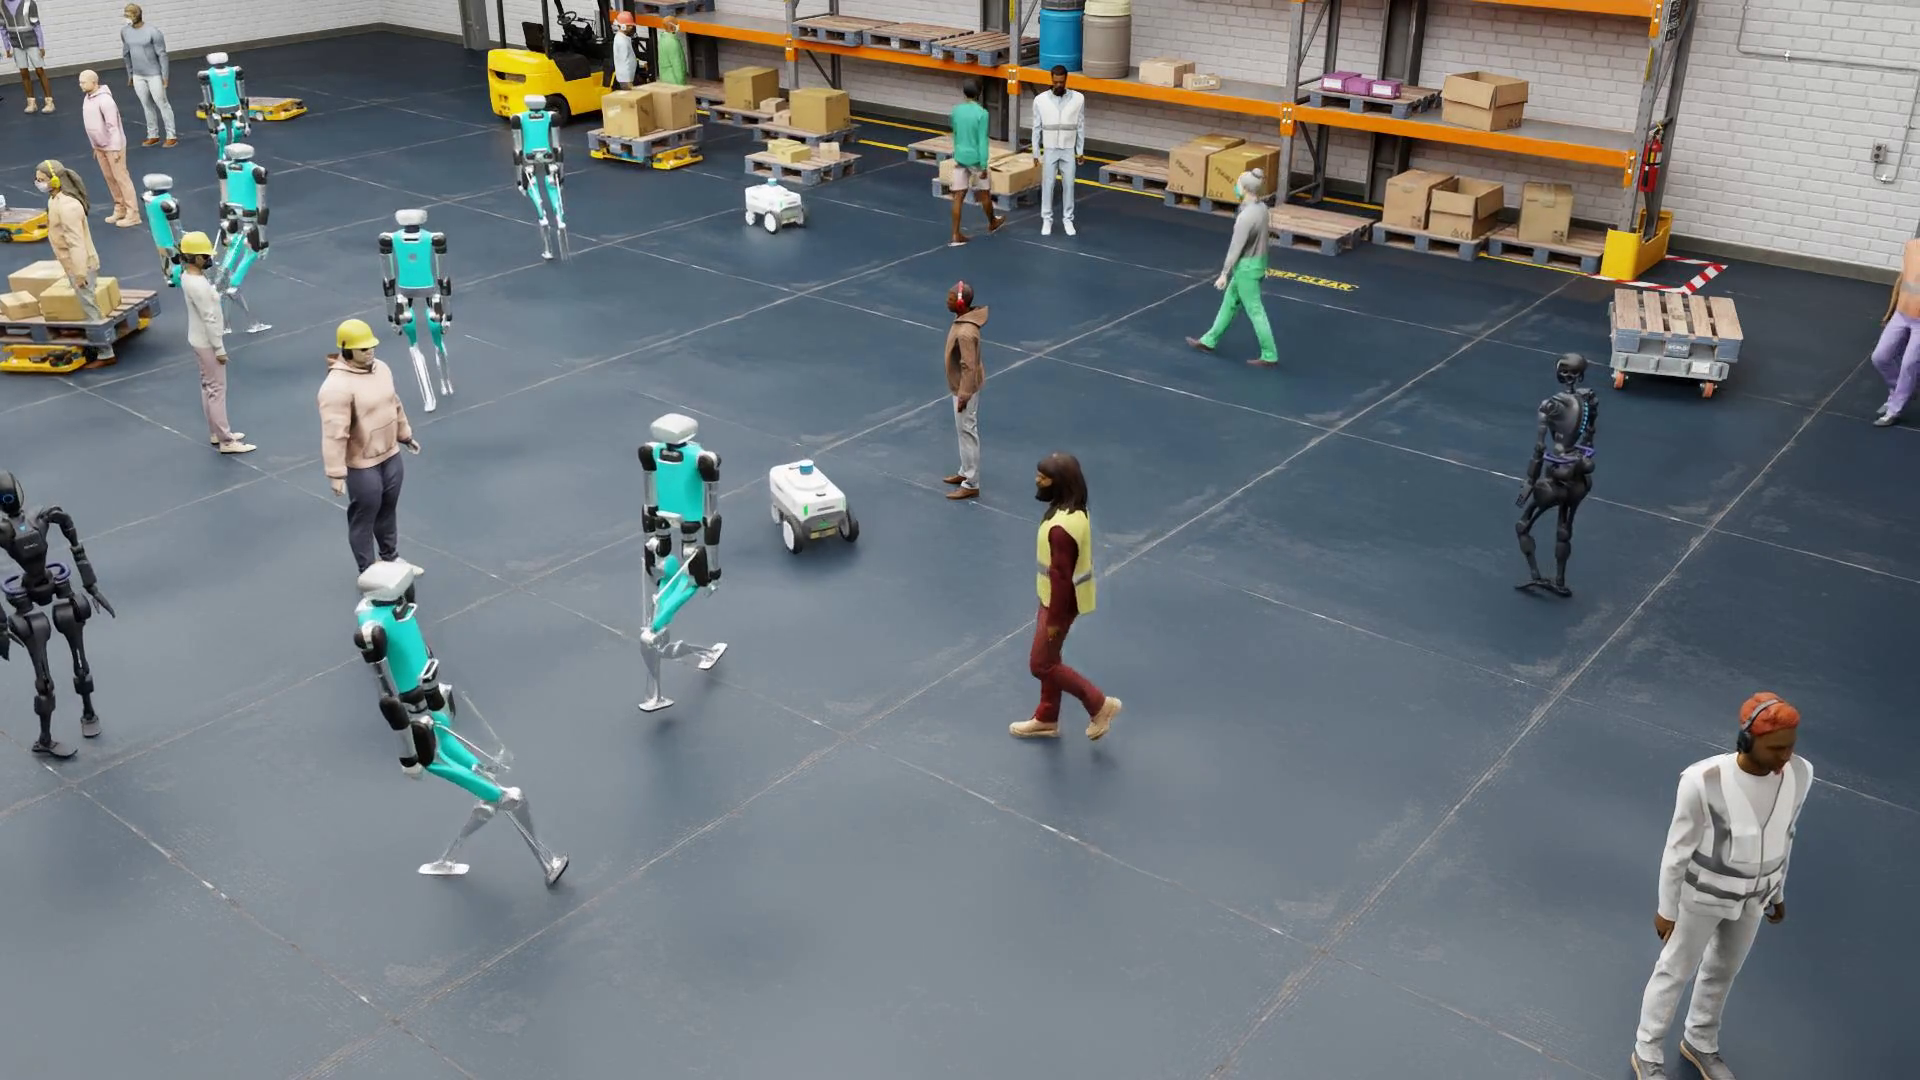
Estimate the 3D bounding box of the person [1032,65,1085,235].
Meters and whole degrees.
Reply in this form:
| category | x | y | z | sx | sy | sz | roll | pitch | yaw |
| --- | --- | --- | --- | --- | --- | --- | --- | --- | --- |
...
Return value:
| category | x | y | z | sx | sy | sz | roll | pitch | yaw |
| --- | --- | --- | --- | --- | --- | --- | --- | --- | --- |
| person | 1.109 | -4.418 | 18.839 | 0.598 | 1.909 | 0.400 | -2 | 26 | -5 |

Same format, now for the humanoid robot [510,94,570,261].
| category | x | y | z | sx | sy | sz | roll | pitch | yaw |
| --- | --- | --- | --- | --- | --- | --- | --- | --- | --- |
| humanoid robot | -4.428 | -3.761 | 17.788 | 0.546 | 1.894 | 0.725 | -13 | 28 | -24 |

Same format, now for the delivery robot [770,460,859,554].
| category | x | y | z | sx | sy | sz | roll | pitch | yaw |
| --- | --- | --- | --- | --- | --- | --- | --- | --- | --- |
| delivery robot | -1.070 | -0.261 | 11.794 | 0.499 | 0.606 | 0.790 | -12 | 28 | -24 |

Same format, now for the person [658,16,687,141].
| category | x | y | z | sx | sy | sz | roll | pitch | yaw |
| --- | --- | --- | --- | --- | --- | --- | --- | --- | --- |
| person | -3.916 | -6.257 | 22.788 | 0.383 | 1.783 | 0.538 | -14 | 29 | -27 |

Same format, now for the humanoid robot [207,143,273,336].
| category | x | y | z | sx | sy | sz | roll | pitch | yaw |
| --- | --- | --- | --- | --- | --- | --- | --- | --- | --- |
| humanoid robot | -6.834 | -2.752 | 15.617 | 0.549 | 1.796 | 0.823 | 9 | 27 | 17 |

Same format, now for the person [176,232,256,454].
| category | x | y | z | sx | sy | sz | roll | pitch | yaw |
| --- | --- | --- | --- | --- | --- | --- | --- | --- | --- |
| person | -5.873 | -1.548 | 13.059 | 0.326 | 1.763 | 0.523 | -16 | 30 | -29 |

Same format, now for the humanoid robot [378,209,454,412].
| category | x | y | z | sx | sy | sz | roll | pitch | yaw |
| --- | --- | --- | --- | --- | --- | --- | --- | --- | --- |
| humanoid robot | -4.489 | -1.911 | 13.955 | 0.557 | 1.878 | 0.794 | -5 | 26 | -10 |

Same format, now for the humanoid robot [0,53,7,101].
| category | x | y | z | sx | sy | sz | roll | pitch | yaw |
| --- | --- | --- | --- | --- | --- | --- | --- | --- | --- |
| humanoid robot | -15.122 | -7.593 | 25.720 | 0.760 | 1.632 | 0.589 | 8 | 27 | 17 |

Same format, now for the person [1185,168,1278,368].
| category | x | y | z | sx | sy | sz | roll | pitch | yaw |
| --- | --- | --- | --- | --- | --- | --- | --- | --- | --- |
| person | 2.504 | -2.445 | 14.886 | 0.937 | 1.791 | 0.543 | 12 | 28 | 24 |

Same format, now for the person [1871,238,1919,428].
| category | x | y | z | sx | sy | sz | roll | pitch | yaw |
| --- | --- | --- | --- | --- | --- | --- | --- | --- | --- |
| person | 7.748 | -1.779 | 13.461 | 0.456 | 1.823 | 0.597 | -11 | 28 | -22 |

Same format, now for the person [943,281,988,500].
| category | x | y | z | sx | sy | sz | roll | pitch | yaw |
| --- | --- | --- | --- | --- | --- | --- | --- | --- | --- |
| person | 0.040 | -1.105 | 12.264 | 0.322 | 1.651 | 0.474 | -1 | 26 | -2 |

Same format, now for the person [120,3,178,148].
| category | x | y | z | sx | sy | sz | roll | pitch | yaw |
| --- | --- | --- | --- | --- | --- | --- | --- | --- | --- |
| person | -11.161 | -6.379 | 22.865 | 0.634 | 1.936 | 0.355 | 5 | 26 | 10 |

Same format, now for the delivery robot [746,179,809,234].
| category | x | y | z | sx | sy | sz | roll | pitch | yaw |
| --- | --- | --- | --- | --- | --- | --- | --- | --- | --- |
| delivery robot | -2.148 | -3.871 | 19.279 | 0.499 | 0.612 | 0.815 | -23 | 34 | -39 |

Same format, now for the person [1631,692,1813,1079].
| category | x | y | z | sx | sy | sz | roll | pitch | yaw |
| --- | --- | --- | --- | --- | --- | --- | --- | --- | --- |
| person | 3.083 | 1.445 | 6.721 | 0.585 | 1.883 | 0.343 | -6 | 26 | -12 |

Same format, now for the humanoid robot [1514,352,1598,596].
| category | x | y | z | sx | sy | sz | roll | pitch | yaw |
| --- | --- | --- | --- | --- | --- | --- | --- | --- | --- |
| humanoid robot | 3.915 | -0.421 | 10.816 | 0.599 | 1.646 | 0.357 | -15 | 29 | -28 |

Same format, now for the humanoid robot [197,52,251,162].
| category | x | y | z | sx | sy | sz | roll | pitch | yaw |
| --- | --- | --- | --- | --- | --- | --- | --- | --- | --- |
| humanoid robot | -9.066 | -5.085 | 20.519 | 0.539 | 1.873 | 0.771 | -20 | 32 | -35 |

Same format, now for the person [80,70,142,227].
| category | x | y | z | sx | sy | sz | roll | pitch | yaw |
| --- | --- | --- | --- | --- | --- | --- | --- | --- | --- |
| person | -9.829 | -4.530 | 19.225 | 0.519 | 1.777 | 0.409 | 16 | 30 | 30 |

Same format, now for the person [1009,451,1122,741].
| category | x | y | z | sx | sy | sz | roll | pitch | yaw |
| --- | --- | --- | --- | --- | --- | --- | --- | --- | --- |
| person | 0.583 | 0.342 | 9.153 | 0.536 | 1.756 | 0.489 | 2 | 26 | 3 |

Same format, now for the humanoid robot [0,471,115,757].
| category | x | y | z | sx | sy | sz | roll | pitch | yaw |
| --- | --- | --- | --- | --- | --- | --- | --- | --- | --- |
| humanoid robot | -5.008 | 0.378 | 9.173 | 0.612 | 1.649 | 0.418 | -22 | 33 | -38 |

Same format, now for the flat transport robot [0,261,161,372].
| category | x | y | z | sx | sy | sz | roll | pitch | yaw |
| --- | --- | --- | --- | --- | --- | --- | --- | --- | --- |
| flat transport robot | -8.217 | -1.875 | 15.453 | 0.659 | 0.231 | 1.431 | 2 | 26 | 4 |

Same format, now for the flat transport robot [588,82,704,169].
| category | x | y | z | sx | sy | sz | roll | pitch | yaw |
| --- | --- | --- | --- | --- | --- | --- | --- | --- | --- |
| flat transport robot | -4.215 | -5.214 | 22.370 | 1.431 | 0.231 | 0.659 | 16 | 30 | 30 |

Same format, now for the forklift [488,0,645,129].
| category | x | y | z | sx | sy | sz | roll | pitch | yaw |
| --- | --- | --- | --- | --- | --- | --- | --- | --- | --- |
| forklift | -5.874 | -7.334 | 24.552 | 1.214 | 2.155 | 2.313 | 19 | 32 | 34 |

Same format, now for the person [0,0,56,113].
| category | x | y | z | sx | sy | sz | roll | pitch | yaw |
| --- | --- | --- | --- | --- | --- | --- | --- | --- | --- |
| person | -14.043 | -7.430 | 24.940 | 0.598 | 2.035 | 0.403 | -3 | 26 | -6 |

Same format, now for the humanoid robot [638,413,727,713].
| category | x | y | z | sx | sy | sz | roll | pitch | yaw |
| --- | --- | --- | --- | --- | --- | --- | --- | --- | --- |
| humanoid robot | -1.714 | 0.202 | 9.503 | 0.544 | 1.730 | 1.070 | 13 | 29 | 25 |

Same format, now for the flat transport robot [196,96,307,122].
| category | x | y | z | sx | sy | sz | roll | pitch | yaw |
| --- | --- | --- | --- | --- | --- | --- | --- | --- | --- |
| flat transport robot | -10.647 | -6.483 | 24.997 | 1.431 | 0.231 | 0.659 | 5 | 26 | 10 |

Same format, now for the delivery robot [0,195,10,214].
| category | x | y | z | sx | sy | sz | roll | pitch | yaw |
| --- | --- | --- | --- | --- | --- | --- | --- | --- | --- |
| delivery robot | -11.269 | -3.733 | 18.981 | 0.773 | 0.601 | 0.528 | -2 | 26 | -4 |

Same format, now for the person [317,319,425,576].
| category | x | y | z | sx | sy | sz | roll | pitch | yaw |
| --- | --- | --- | --- | --- | --- | --- | --- | --- | --- |
| person | -3.871 | -0.557 | 10.886 | 0.424 | 1.867 | 0.798 | 9 | 27 | 18 |

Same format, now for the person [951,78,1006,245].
| category | x | y | z | sx | sy | sz | roll | pitch | yaw |
| --- | --- | --- | --- | --- | --- | --- | --- | --- | --- |
| person | 0.161 | -4.256 | 18.629 | 0.511 | 1.788 | 1.002 | 15 | 29 | 28 |

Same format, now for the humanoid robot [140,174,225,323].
| category | x | y | z | sx | sy | sz | roll | pitch | yaw |
| --- | --- | --- | --- | --- | --- | --- | --- | --- | --- |
| humanoid robot | -6.828 | -2.391 | 14.908 | 0.546 | 1.845 | 0.686 | 22 | 33 | 38 |

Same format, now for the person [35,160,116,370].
| category | x | y | z | sx | sy | sz | roll | pitch | yaw |
| --- | --- | --- | --- | --- | --- | --- | --- | --- | --- |
| person | -7.857 | -2.460 | 14.831 | 0.395 | 1.871 | 0.558 | -17 | 30 | -31 |

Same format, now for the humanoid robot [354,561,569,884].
| category | x | y | z | sx | sy | sz | roll | pitch | yaw |
| --- | --- | --- | --- | --- | --- | --- | --- | --- | --- |
| humanoid robot | -2.312 | 0.926 | 8.007 | 0.962 | 1.779 | 0.555 | 0 | 26 | 0 |

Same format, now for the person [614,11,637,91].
| category | x | y | z | sx | sy | sz | roll | pitch | yaw |
| --- | --- | --- | --- | --- | --- | --- | --- | --- | --- |
| person | -4.675 | -6.544 | 23.431 | 0.352 | 1.740 | 0.571 | -6 | 26 | -12 |

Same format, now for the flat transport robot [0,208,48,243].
| category | x | y | z | sx | sy | sz | roll | pitch | yaw |
| --- | --- | --- | --- | --- | --- | --- | --- | --- | --- |
| flat transport robot | -11.038 | -3.619 | 19.065 | 1.431 | 0.231 | 0.659 | 4 | 26 | 8 |
